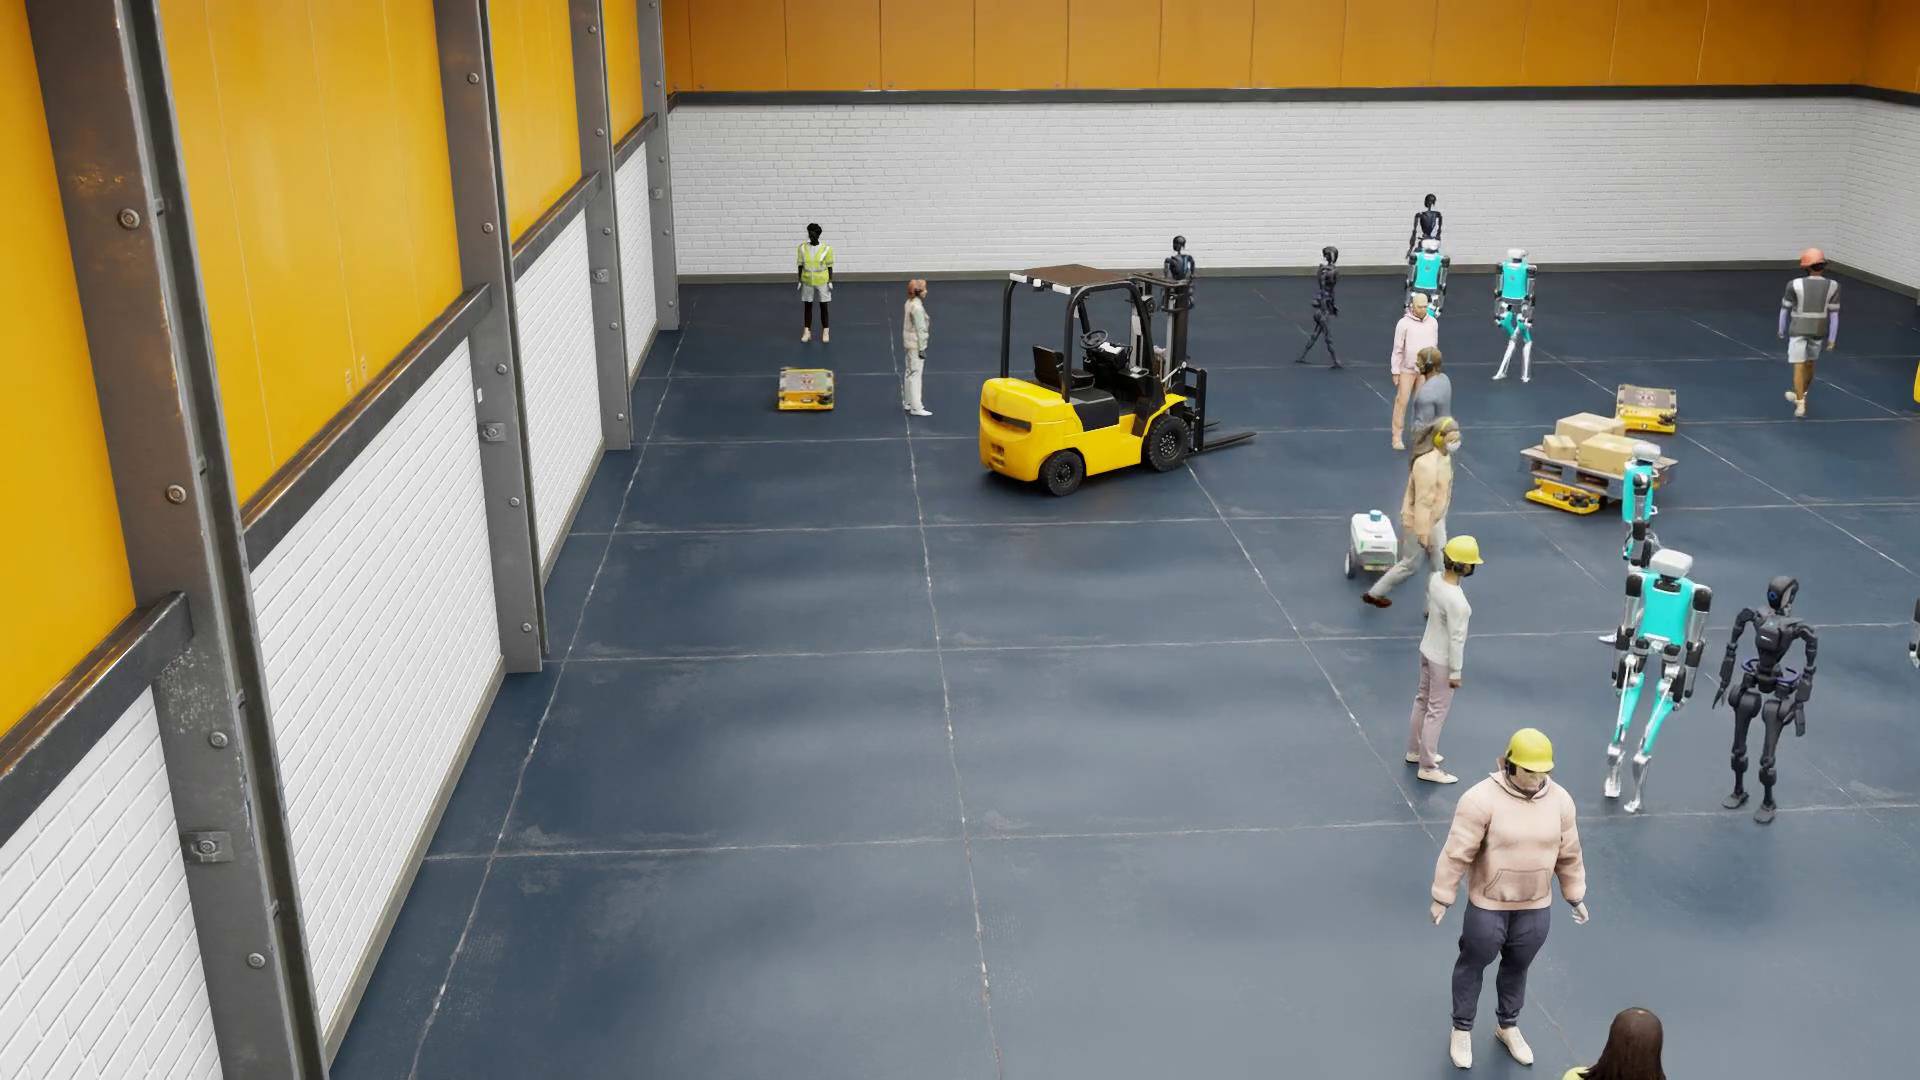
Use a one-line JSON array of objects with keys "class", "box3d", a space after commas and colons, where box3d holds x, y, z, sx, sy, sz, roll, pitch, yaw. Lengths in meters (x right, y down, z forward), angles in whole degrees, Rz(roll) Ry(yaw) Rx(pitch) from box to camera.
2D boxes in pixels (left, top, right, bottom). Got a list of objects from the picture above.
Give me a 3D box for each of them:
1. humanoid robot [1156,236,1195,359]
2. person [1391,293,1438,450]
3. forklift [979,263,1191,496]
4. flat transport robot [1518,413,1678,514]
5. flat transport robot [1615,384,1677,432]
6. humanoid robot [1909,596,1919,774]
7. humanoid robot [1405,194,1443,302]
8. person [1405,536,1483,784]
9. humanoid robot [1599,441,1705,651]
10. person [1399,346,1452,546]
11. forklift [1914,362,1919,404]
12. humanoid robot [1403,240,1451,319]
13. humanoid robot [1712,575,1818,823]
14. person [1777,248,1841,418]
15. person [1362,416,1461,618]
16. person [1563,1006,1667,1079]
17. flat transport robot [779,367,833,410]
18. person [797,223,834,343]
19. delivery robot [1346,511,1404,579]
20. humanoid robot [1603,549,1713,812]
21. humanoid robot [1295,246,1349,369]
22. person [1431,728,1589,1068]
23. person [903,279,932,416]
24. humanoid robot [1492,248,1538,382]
[{"class": "humanoid robot", "box3d": [2.949, -3.338, 22.738, 0.601, 1.625, 0.766, -12, 24, -30]}, {"class": "person", "box3d": [5.062, -1.889, 18.592, 0.537, 1.775, 0.410, -4, 21, -11]}, {"class": "forklift", "box3d": [1.315, -1.764, 17.646, 2.313, 2.155, 1.214, -14, 24, -33]}, {"class": "flat transport robot", "box3d": [6.541, -0.558, 17.147, 1.431, 0.231, 0.659, -15, 25, -35]}, {"class": "flat transport robot", "box3d": [8.220, -1.582, 19.937, 0.659, 0.231, 1.431, 8, 22, 20]}, {"class": "humanoid robot", "box3d": [6.767, 0.841, 11.303, 0.531, 1.785, 1.027, 8, 22, 22]}, {"class": "humanoid robot", "box3d": [7.291, -4.614, 26.174, 0.590, 1.640, 0.589, -8, 22, -22]}, {"class": "person", "box3d": [3.303, 0.799, 11.291, 0.332, 1.760, 0.517, -1, 20, -4]}, {"class": "humanoid robot", "box3d": [5.647, 0.113, 13.243, 0.970, 1.790, 0.535, 5, 21, 14]}, {"class": "person", "box3d": [4.387, -0.871, 15.619, 0.380, 1.927, 0.637, 12, 23, 29]}, {"class": "forklift", "box3d": [12.602, -2.435, 19.475, 2.313, 2.155, 1.214, -1, 20, -4]}, {"class": "humanoid robot", "box3d": [6.164, -3.106, 22.037, 0.561, 1.824, 0.753, 7, 21, 18]}, {"class": "humanoid robot", "box3d": [5.230, 1.004, 10.834, 0.336, 1.650, 0.609, -18, 27, -39]}, {"class": "person", "box3d": [10.149, -2.489, 19.939, 0.602, 1.990, 1.004, 2, 20, 6]}, {"class": "person", "box3d": [3.833, -0.187, 13.881, 0.773, 1.834, 0.553, 18, 27, 40]}, {"class": "person", "box3d": [2.493, 2.590, 6.399, 0.469, 1.765, 0.366, 12, 23, 29]}, {"class": "flat transport robot", "box3d": [-1.925, -1.893, 20.786, 0.659, 0.231, 1.431, -2, 20, -5]}, {"class": "person", "box3d": [-2.038, -3.624, 23.433, 0.532, 1.692, 0.319, 3, 20, 7]}, {"class": "delivery robot", "box3d": [3.760, 0.025, 15.125, 0.499, 0.581, 0.778, 2, 20, 6]}, {"class": "humanoid robot", "box3d": [4.461, 0.971, 10.812, 0.530, 1.778, 0.655, 14, 24, 33]}, {"class": "humanoid robot", "box3d": [4.865, -3.095, 22.088, 0.782, 1.626, 0.614, 10, 22, 25]}, {"class": "person", "box3d": [2.766, 1.789, 8.431, 0.795, 1.869, 0.409, -2, 20, -4]}, {"class": "person", "box3d": [-0.527, -2.314, 19.937, 0.313, 1.639, 0.514, -5, 21, -14]}, {"class": "humanoid robot", "box3d": [7.180, -2.900, 21.384, 0.531, 1.773, 0.730, 16, 26, 37]}]
